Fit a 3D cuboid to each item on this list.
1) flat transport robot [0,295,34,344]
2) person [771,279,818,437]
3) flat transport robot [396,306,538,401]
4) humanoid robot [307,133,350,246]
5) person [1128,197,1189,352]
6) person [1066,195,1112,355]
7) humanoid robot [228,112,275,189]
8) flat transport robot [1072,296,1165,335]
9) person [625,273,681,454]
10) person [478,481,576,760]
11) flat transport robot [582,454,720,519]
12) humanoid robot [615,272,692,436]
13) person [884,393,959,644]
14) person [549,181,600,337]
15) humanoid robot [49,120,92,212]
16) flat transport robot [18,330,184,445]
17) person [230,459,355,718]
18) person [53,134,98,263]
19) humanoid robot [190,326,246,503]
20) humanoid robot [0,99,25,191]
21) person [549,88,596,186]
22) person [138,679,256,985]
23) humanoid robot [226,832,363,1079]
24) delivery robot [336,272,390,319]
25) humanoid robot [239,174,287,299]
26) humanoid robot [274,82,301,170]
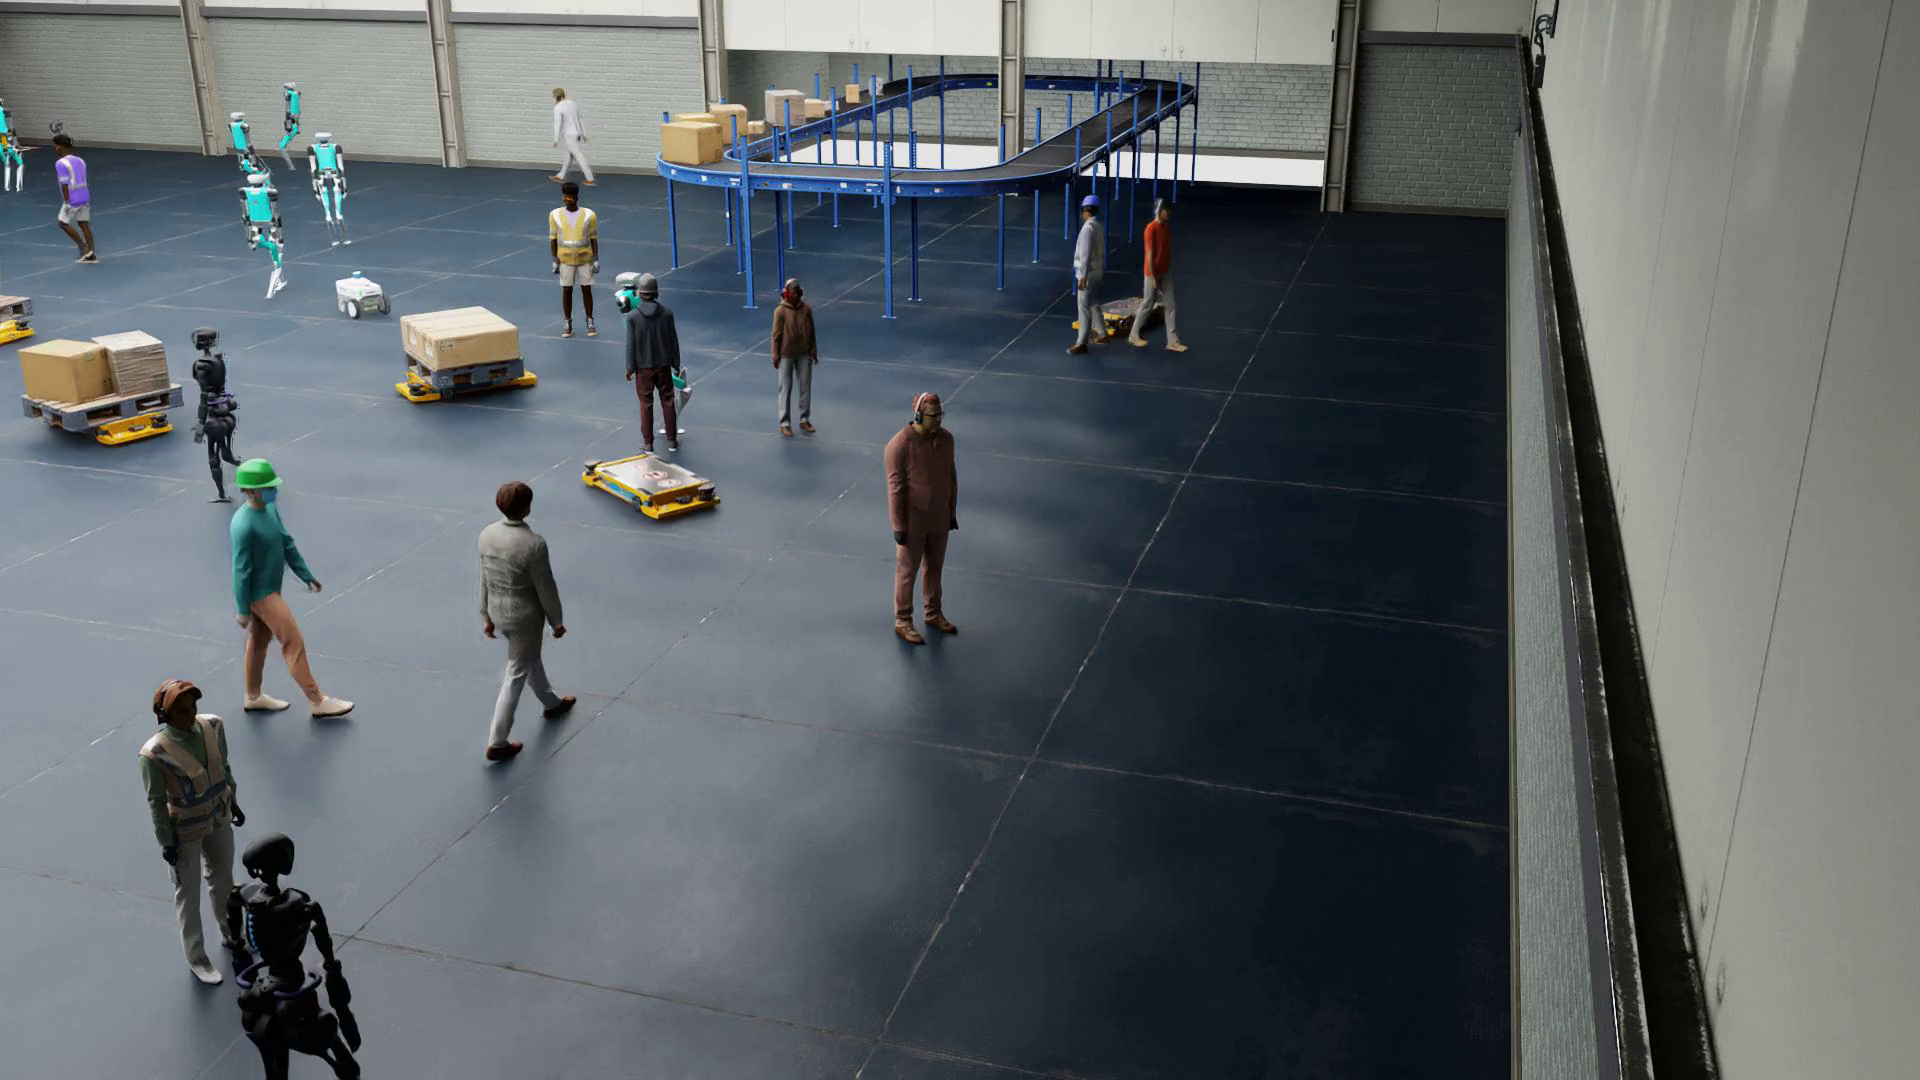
[{"bbox_3d":[-12.588,-2.676,21.118,1.431,0.231,0.659,7,22,17],"label":"flat transport robot"},{"bbox_3d":[-1.723,-1.896,17.181,0.483,1.644,0.328,-12,24,-28],"label":"person"},{"bbox_3d":[-5.606,-1.823,18.906,1.431,0.231,0.659,-13,25,-31],"label":"flat transport robot"},{"bbox_3d":[-10.091,-5.572,26.634,0.545,1.800,0.756,-7,22,-17],"label":"humanoid robot"},{"bbox_3d":[2.432,-3.262,20.400,0.821,1.879,0.511,18,28,39],"label":"person"},{"bbox_3d":[1.613,-3.227,20.285,0.518,1.901,0.714,5,22,13],"label":"person"},{"bbox_3d":[-12.496,-6.711,29.542,0.530,1.771,0.701,16,26,36],"label":"humanoid robot"},{"bbox_3d":[2.149,-2.939,21.799,0.659,0.231,1.431,16,26,36],"label":"flat transport robot"},{"bbox_3d":[-3.060,-1.755,16.581,0.557,1.811,0.370,-9,23,-21],"label":"person"},{"bbox_3d":[-2.863,0.493,10.810,0.527,1.780,0.970,11,24,26],"label":"person"},{"bbox_3d":[-2.901,-0.521,15.529,0.659,0.231,1.431,-17,27,-37],"label":"flat transport robot"},{"bbox_3d":[-3.029,-1.817,16.950,0.842,1.820,0.546,1,21,4],"label":"humanoid robot"},{"bbox_3d":[-0.253,-0.173,12.371,0.645,1.901,0.403,-18,28,-39],"label":"person"},{"bbox_3d":[-4.865,-3.548,21.034,0.600,1.957,0.373,-4,21,-11],"label":"person"},{"bbox_3d":[-15.666,-6.536,29.199,0.626,1.625,0.552,18,27,39],"label":"humanoid robot"},{"bbox_3d":[-8.970,-1.274,17.482,1.431,0.231,0.659,15,26,34],"label":"flat transport robot"},{"bbox_3d":[-4.518,0.332,11.128,0.903,1.835,0.525,-2,21,-4],"label":"person"},{"bbox_3d":[-13.435,-5.156,25.209,0.440,1.949,0.639,2,21,6],"label":"person"},{"bbox_3d":[-6.726,-1.137,15.187,0.539,1.645,0.601,-1,21,-4],"label":"humanoid robot"},{"bbox_3d":[-18.113,-7.492,31.612,0.530,1.814,0.666,-2,21,-6],"label":"humanoid robot"},{"bbox_3d":[-7.574,-7.795,32.185,1.078,1.848,0.633,7,22,17],"label":"person"},{"bbox_3d":[-3.883,1.460,8.483,0.305,1.640,0.516,8,23,20],"label":"person"},{"bbox_3d":[-2.857,1.962,7.143,0.603,1.646,0.602,8,22,19],"label":"humanoid robot"},{"bbox_3d":[-8.043,-3.283,22.307,0.801,0.604,0.499,20,29,41],"label":"delivery robot"},{"bbox_3d":[-9.610,-4.249,23.231,0.551,1.763,1.046,1,21,4],"label":"humanoid robot"},{"bbox_3d":[-13.829,-8.439,34.101,0.717,1.831,0.541,1,21,3],"label":"humanoid robot"}]
